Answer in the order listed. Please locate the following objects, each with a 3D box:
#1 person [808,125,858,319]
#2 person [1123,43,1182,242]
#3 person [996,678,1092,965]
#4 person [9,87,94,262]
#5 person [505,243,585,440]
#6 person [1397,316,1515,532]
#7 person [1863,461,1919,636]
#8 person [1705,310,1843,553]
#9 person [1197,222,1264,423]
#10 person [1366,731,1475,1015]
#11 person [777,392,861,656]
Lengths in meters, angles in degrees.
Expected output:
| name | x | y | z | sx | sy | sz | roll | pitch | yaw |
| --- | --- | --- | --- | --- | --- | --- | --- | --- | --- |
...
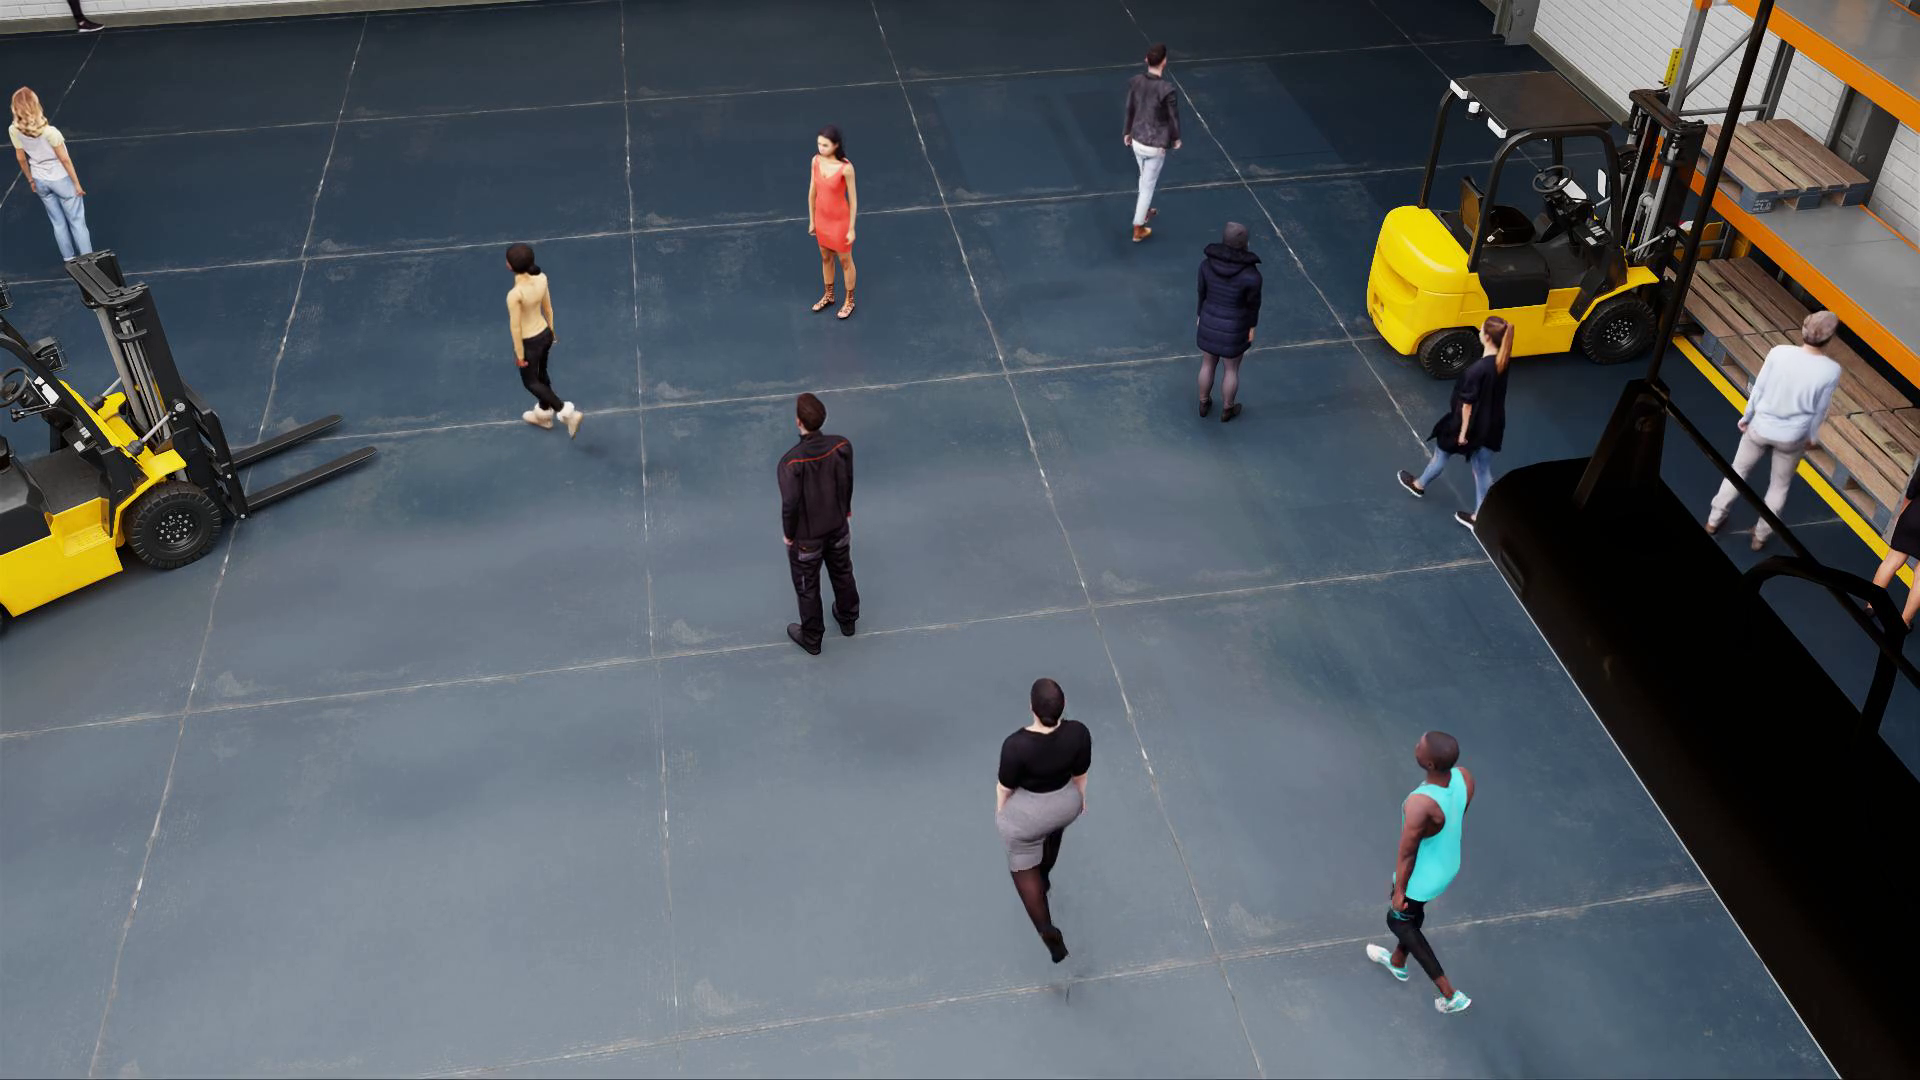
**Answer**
| name | x | y | z | sx | sy | sz | roll | pitch | yaw |
| --- | --- | --- | --- | --- | --- | --- | --- | --- | --- |
| person | -1.061 | -2.690 | 14.018 | 0.669 | 1.719 | 0.704 | 19 | 42 | 22 |
| person | 1.669 | -3.541 | 15.005 | 0.905 | 1.819 | 0.952 | 30 | 47 | 32 |
| person | 0.460 | 1.489 | 8.773 | 0.750 | 1.735 | 1.081 | -11 | 40 | -14 |
| person | -7.931 | -3.128 | 14.565 | 0.682 | 1.722 | 0.628 | 3 | 39 | 4 |
| person | -3.163 | -1.480 | 12.564 | 0.981 | 1.645 | 0.956 | 20 | 43 | 23 |
| person | 3.690 | -0.759 | 11.654 | 0.885 | 1.654 | 1.090 | -23 | 44 | -26 |
| person | 6.271 | -0.080 | 10.785 | 0.670 | 1.677 | 0.565 | -30 | 48 | -32 |
| person | 5.636 | -0.719 | 11.418 | 0.782 | 1.884 | 0.848 | 23 | 44 | 26 |
| person | 2.037 | -1.670 | 12.780 | 0.793 | 1.672 | 0.840 | 19 | 42 | 22 |
| person | 2.446 | 1.743 | 8.421 | 0.871 | 1.779 | 1.026 | -25 | 45 | -28 |
| person | -0.915 | -0.106 | 10.630 | 0.773 | 1.911 | 0.745 | -24 | 44 | -27 |
